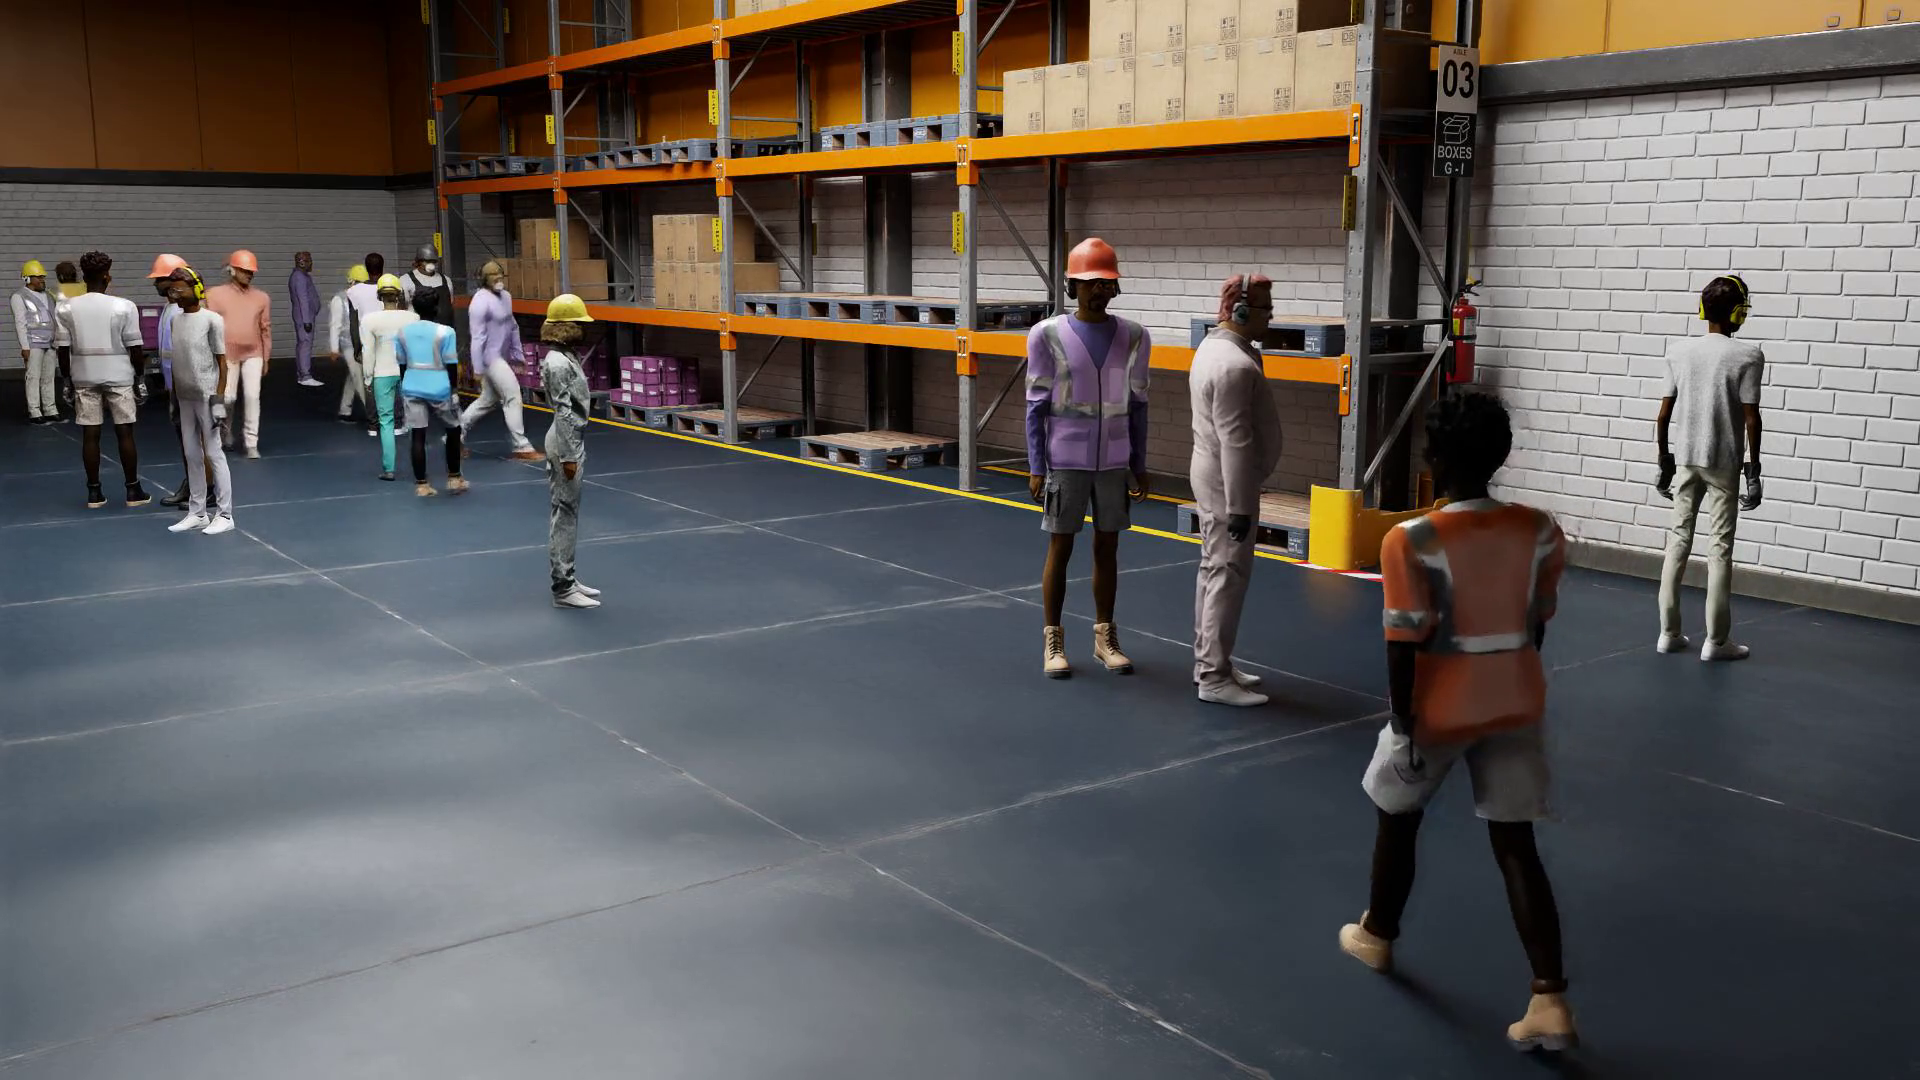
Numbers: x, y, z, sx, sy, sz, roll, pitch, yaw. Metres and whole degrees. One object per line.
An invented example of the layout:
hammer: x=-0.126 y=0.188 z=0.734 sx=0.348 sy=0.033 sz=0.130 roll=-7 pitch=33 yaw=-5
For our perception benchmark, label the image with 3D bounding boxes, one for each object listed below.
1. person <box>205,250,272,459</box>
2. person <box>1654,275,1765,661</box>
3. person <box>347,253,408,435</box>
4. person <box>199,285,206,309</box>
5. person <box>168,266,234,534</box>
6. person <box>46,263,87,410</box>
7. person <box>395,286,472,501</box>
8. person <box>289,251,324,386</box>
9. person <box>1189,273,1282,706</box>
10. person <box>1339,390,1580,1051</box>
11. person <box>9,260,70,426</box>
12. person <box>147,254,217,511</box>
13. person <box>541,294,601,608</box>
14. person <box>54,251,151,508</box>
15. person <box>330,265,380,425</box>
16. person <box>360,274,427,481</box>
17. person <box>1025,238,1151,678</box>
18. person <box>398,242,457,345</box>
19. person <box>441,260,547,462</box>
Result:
person: x=-6.847 y=-1.762 z=15.778 sx=0.629 sy=1.967 sz=0.720 roll=-7 pitch=12 yaw=-34
person: x=3.658 y=-0.345 z=8.119 sx=0.310 sy=1.863 sz=0.532 roll=-8 pitch=13 yaw=-39
person: x=-6.118 y=-2.056 z=17.540 sx=0.591 sy=1.922 sz=0.392 roll=-2 pitch=10 yaw=-12
person: x=-8.768 y=-2.202 z=19.199 sx=0.498 sy=1.626 sz=0.288 roll=-8 pitch=13 yaw=-36
person: x=-5.338 y=-0.969 z=11.618 sx=0.507 sy=1.865 sz=0.329 roll=4 pitch=11 yaw=23
person: x=-10.522 y=-2.372 z=19.688 sx=0.960 sy=1.785 sz=0.629 roll=7 pitch=12 yaw=36
person: x=-4.184 y=-1.176 z=13.272 sx=0.553 sy=1.670 sz=0.689 roll=2 pitch=10 yaw=9
person: x=-9.315 y=-3.150 z=23.709 sx=0.403 sy=1.906 sz=0.652 roll=-5 pitch=11 yaw=-27
person: x=1.211 y=-0.217 z=7.328 sx=0.402 sy=1.896 sz=0.652 roll=0 pitch=10 yaw=1
person: x=1.322 y=0.444 z=4.283 sx=0.533 sy=1.656 sz=0.871 roll=-2 pitch=10 yaw=-11
person: x=-10.256 y=-2.191 z=18.546 sx=0.404 sy=1.833 sz=0.590 roll=1 pitch=10 yaw=8
person: x=-5.922 y=-1.192 z=12.653 sx=0.542 sy=1.939 sz=0.368 roll=9 pitch=14 yaw=43
person: x=-2.170 y=-0.496 z=9.302 sx=0.303 sy=1.743 sz=0.494 roll=-2 pitch=10 yaw=-10
person: x=-6.570 y=-1.227 z=12.766 sx=0.614 sy=1.964 sz=0.361 roll=-2 pitch=10 yaw=-12
person: x=-6.612 y=-2.140 z=18.407 sx=0.921 sy=1.774 sz=0.600 roll=5 pitch=11 yaw=25
person: x=-4.840 y=-1.388 z=14.239 sx=0.532 sy=1.765 sz=0.328 roll=-6 pitch=12 yaw=-29
person: x=0.608 y=-0.374 z=7.777 sx=0.608 sy=2.044 sz=0.371 roll=-3 pitch=10 yaw=-15
person: x=-6.073 y=-2.397 z=19.113 sx=0.678 sy=2.000 sz=0.537 roll=-10 pitch=14 yaw=-43
person: x=-4.366 y=-1.642 z=15.348 sx=0.977 sy=1.882 sz=0.653 roll=0 pitch=10 yaw=3
